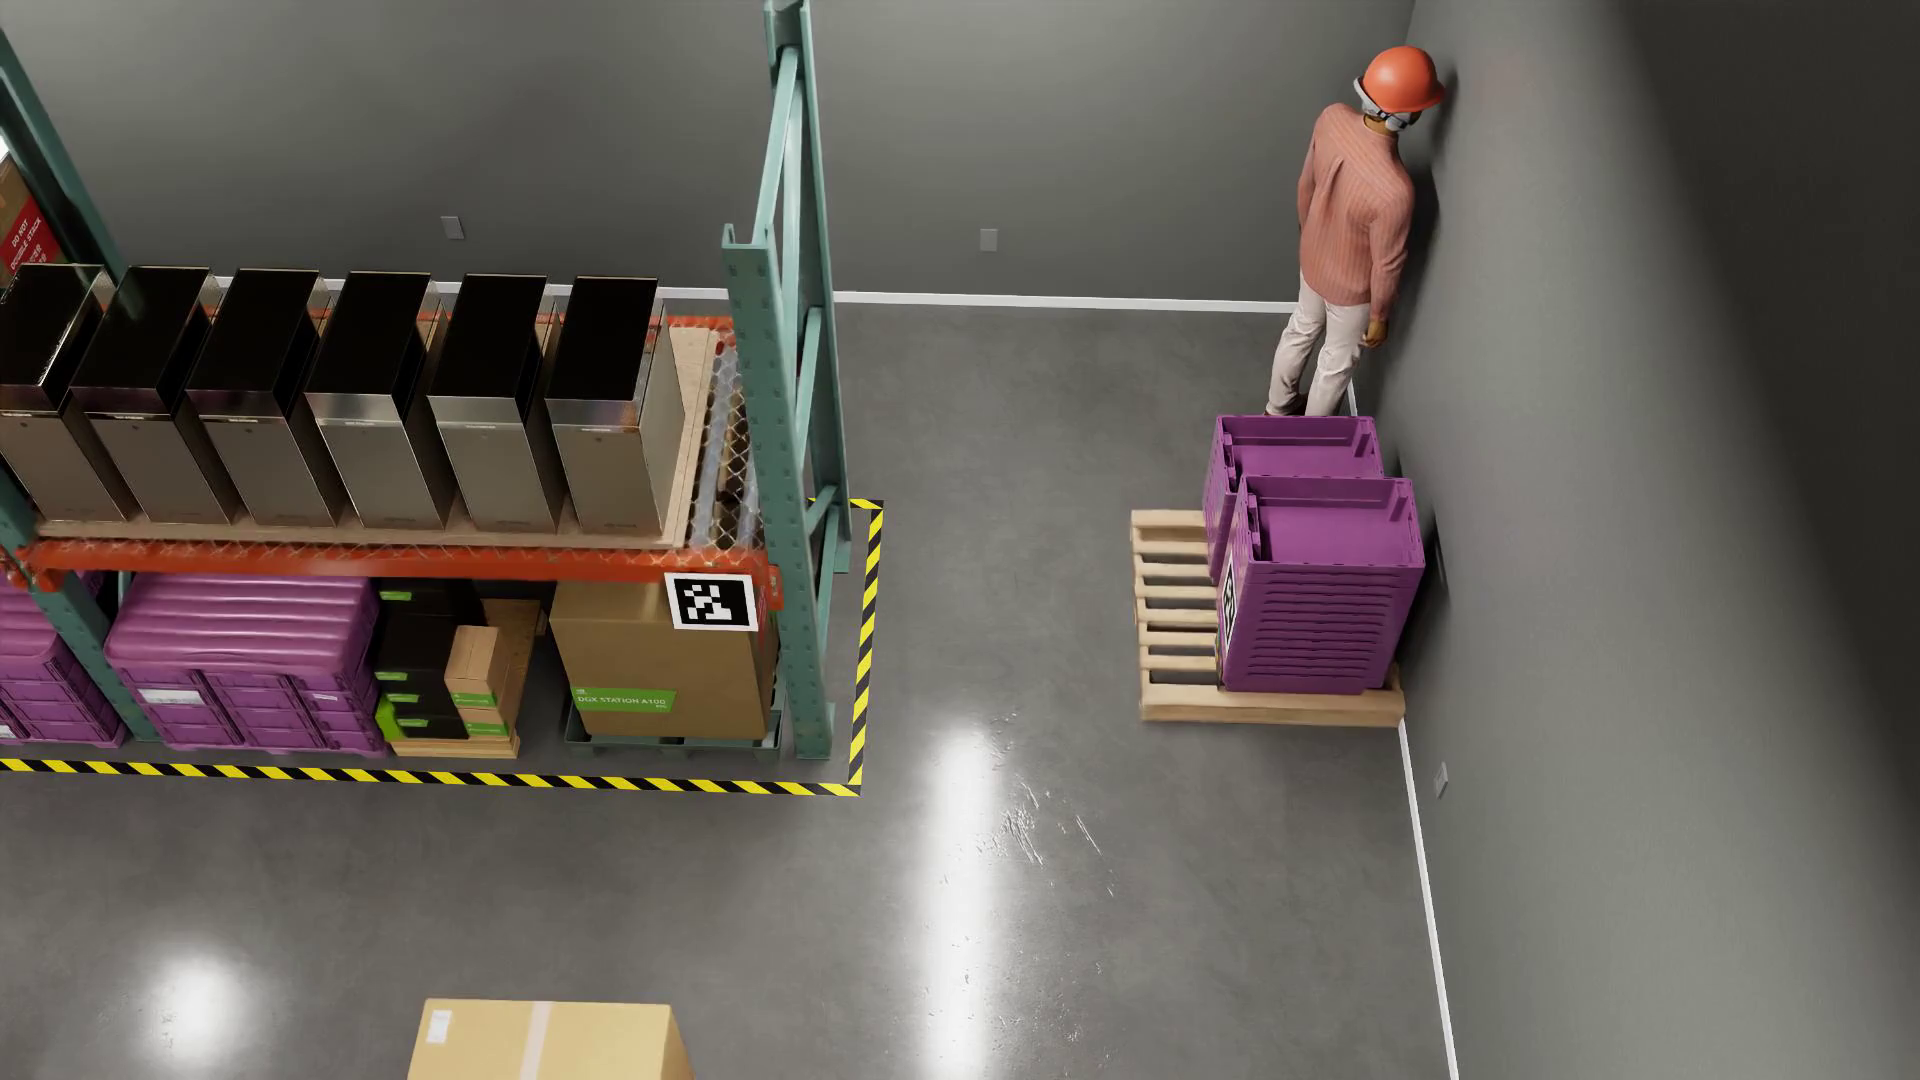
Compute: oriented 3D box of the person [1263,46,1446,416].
[{"bbox_3d":[1.519,-1.062,6.493,0.389,1.992,0.625,-18,54,-13],"label":"person"}]
